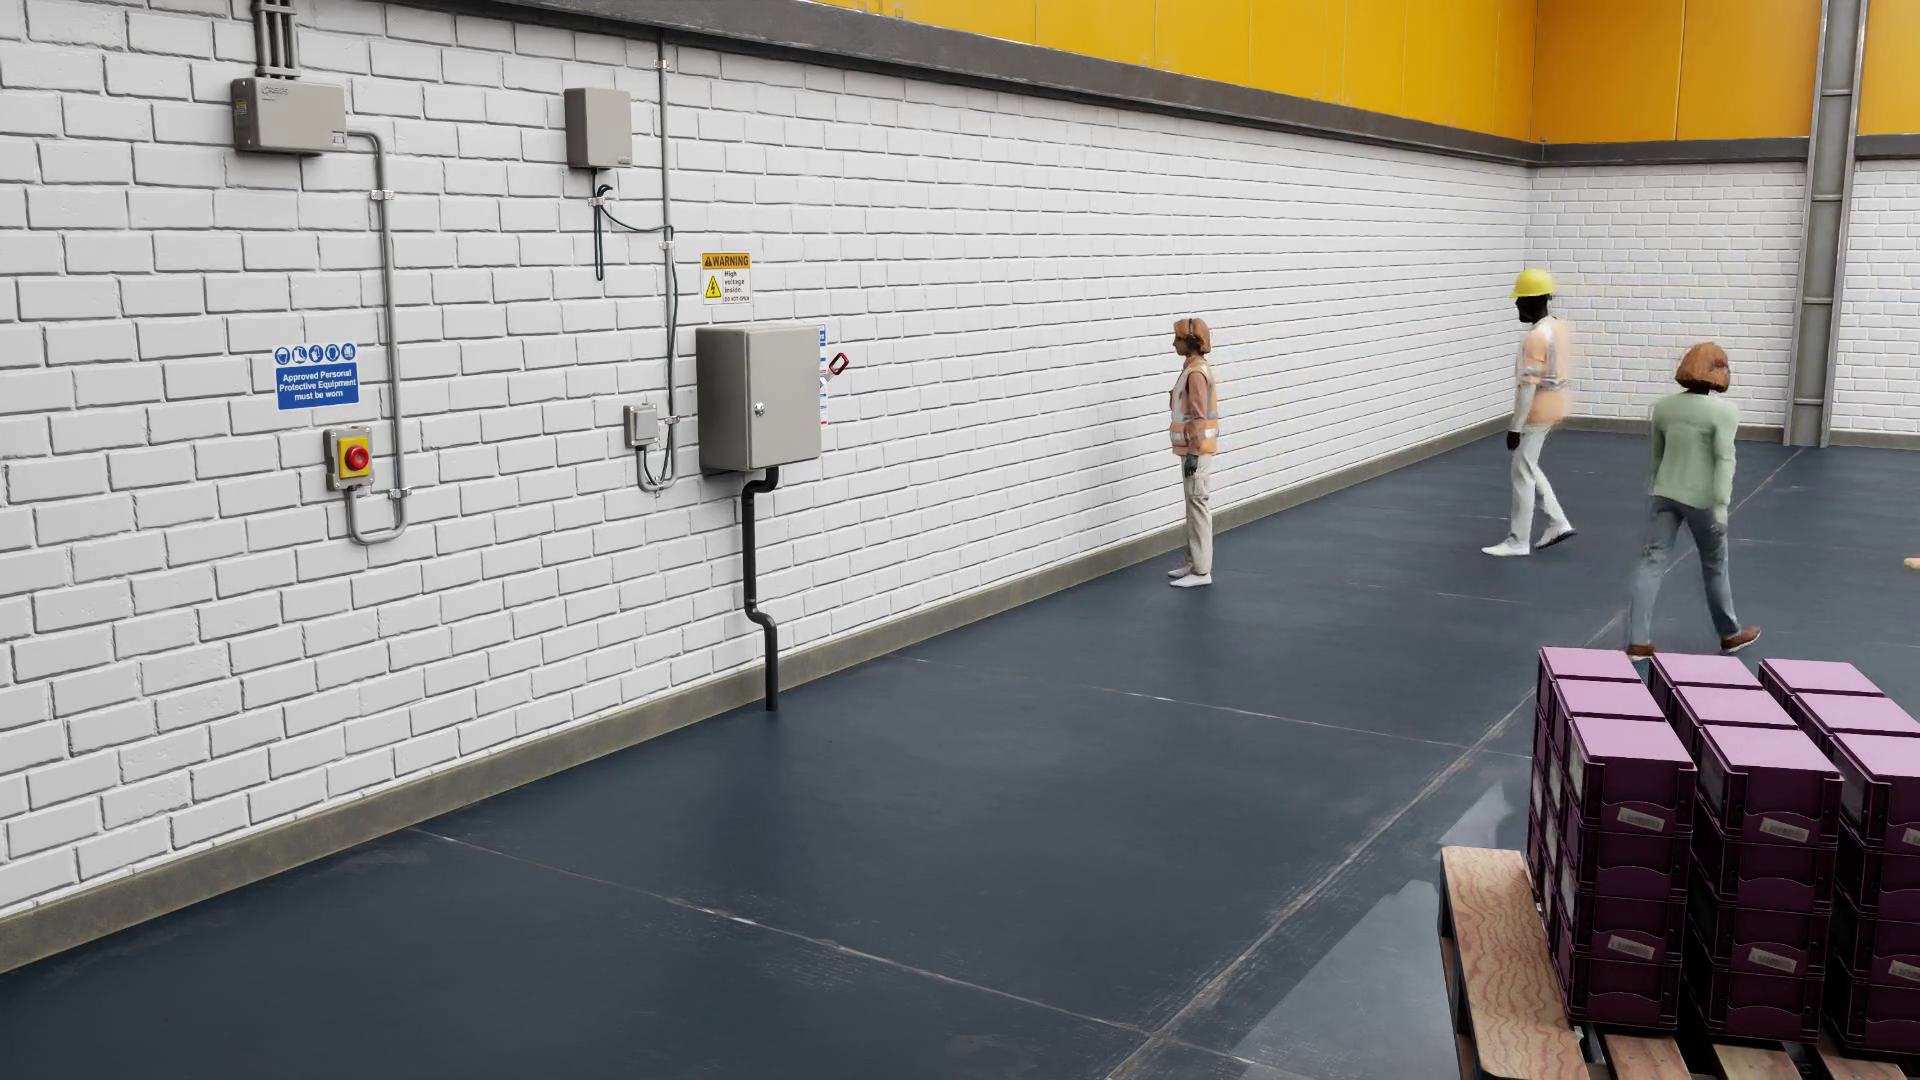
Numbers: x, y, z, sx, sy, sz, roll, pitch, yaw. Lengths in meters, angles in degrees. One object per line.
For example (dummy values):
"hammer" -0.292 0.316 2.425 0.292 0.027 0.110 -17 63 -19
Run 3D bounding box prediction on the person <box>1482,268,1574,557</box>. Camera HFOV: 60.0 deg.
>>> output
"person" 3.783 -0.828 10.995 0.471 1.914 0.649 6 12 32

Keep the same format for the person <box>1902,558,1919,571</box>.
"person" 6.333 -0.684 10.433 0.508 1.831 0.645 7 13 35

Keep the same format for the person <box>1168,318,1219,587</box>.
"person" 1.417 -0.529 10.121 0.310 1.636 0.523 1 10 6

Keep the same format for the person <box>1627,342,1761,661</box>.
"person" 3.714 -0.191 8.354 0.829 1.592 0.543 -6 12 -29
